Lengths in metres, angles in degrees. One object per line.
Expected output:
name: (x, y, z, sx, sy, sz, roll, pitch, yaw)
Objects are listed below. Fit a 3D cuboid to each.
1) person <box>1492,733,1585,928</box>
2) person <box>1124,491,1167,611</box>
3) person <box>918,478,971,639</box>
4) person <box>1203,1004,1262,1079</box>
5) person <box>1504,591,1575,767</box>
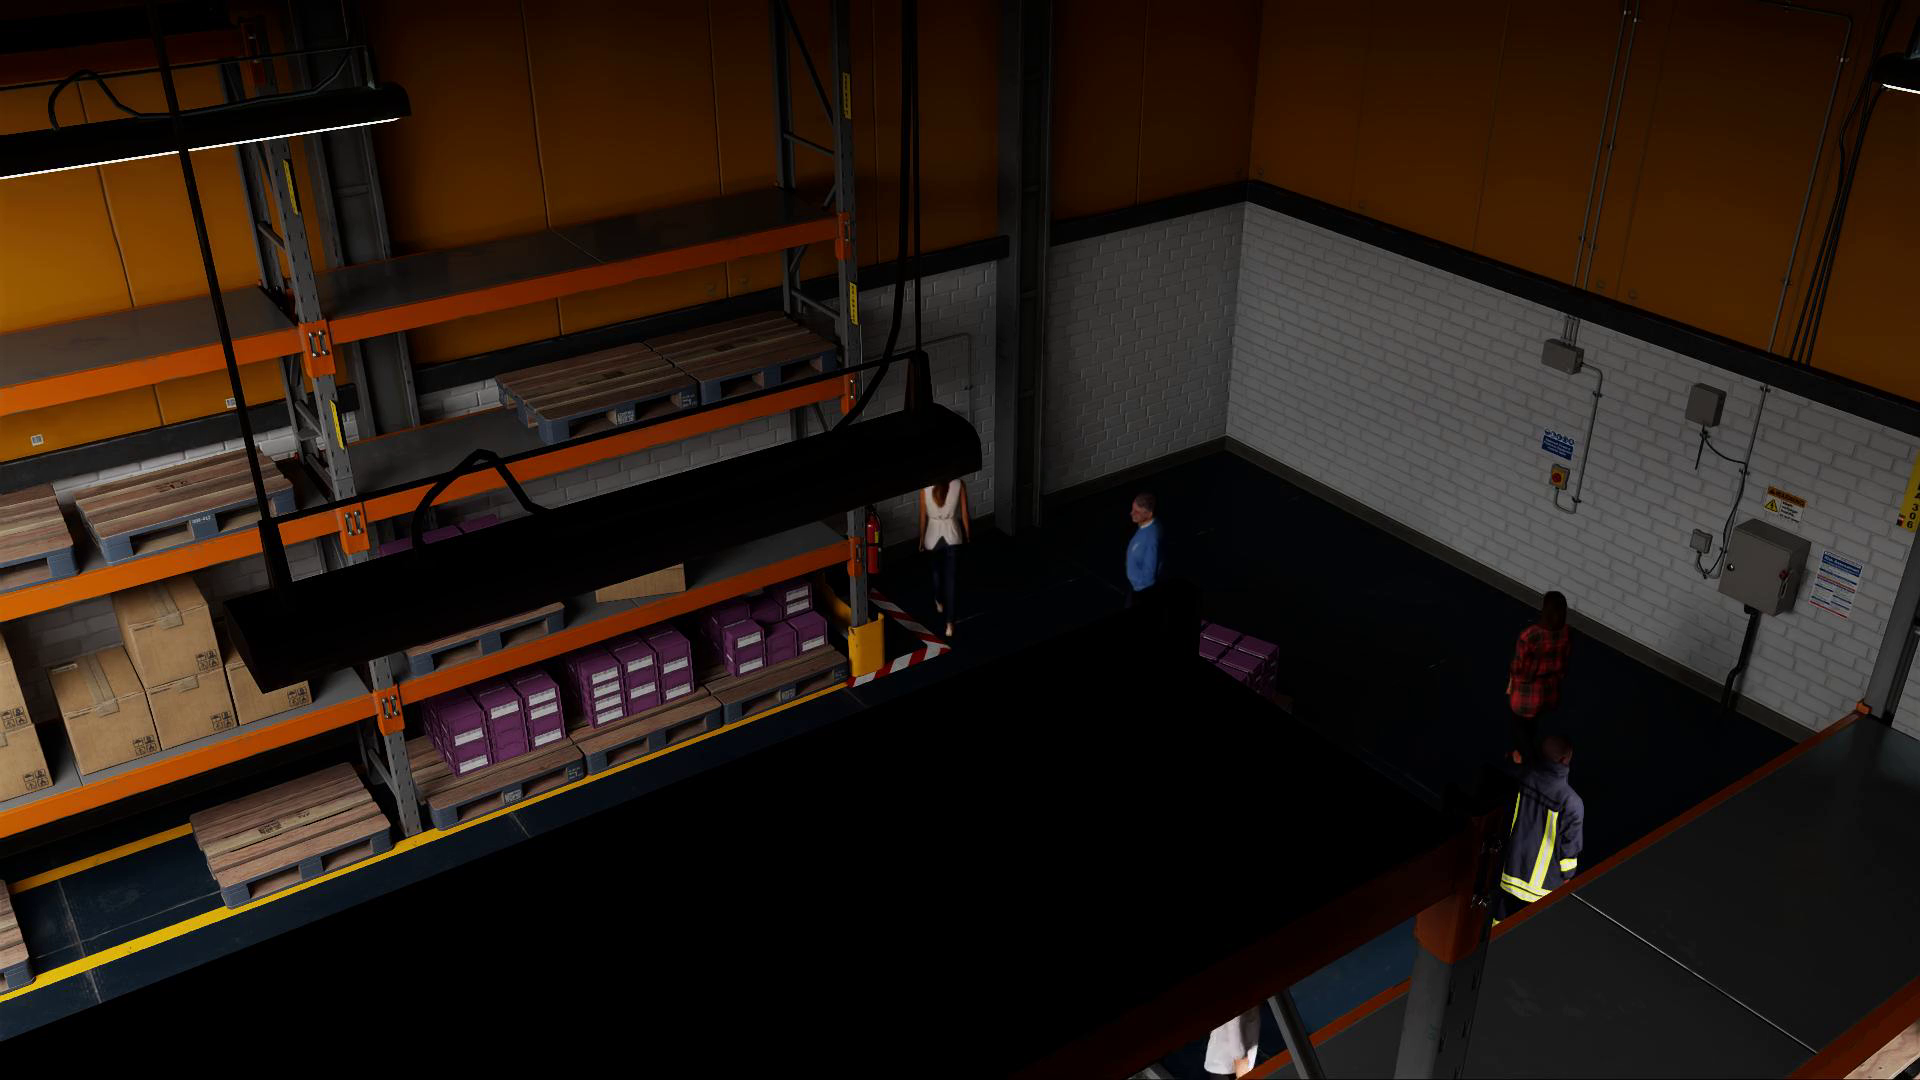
person: (3.804, 2.049, 10.974, 0.653, 1.823, 0.741, -20, 34, -32)
person: (1.660, 0.384, 14.070, 1.152, 1.780, 1.024, 1, 29, 3)
person: (-0.137, 0.056, 14.700, 1.112, 1.753, 1.045, -1, 29, -2)
person: (1.419, 2.941, 9.381, 0.814, 1.781, 0.754, 5, 29, 9)
person: (4.434, 1.178, 12.710, 0.994, 1.689, 0.898, -6, 29, -11)
